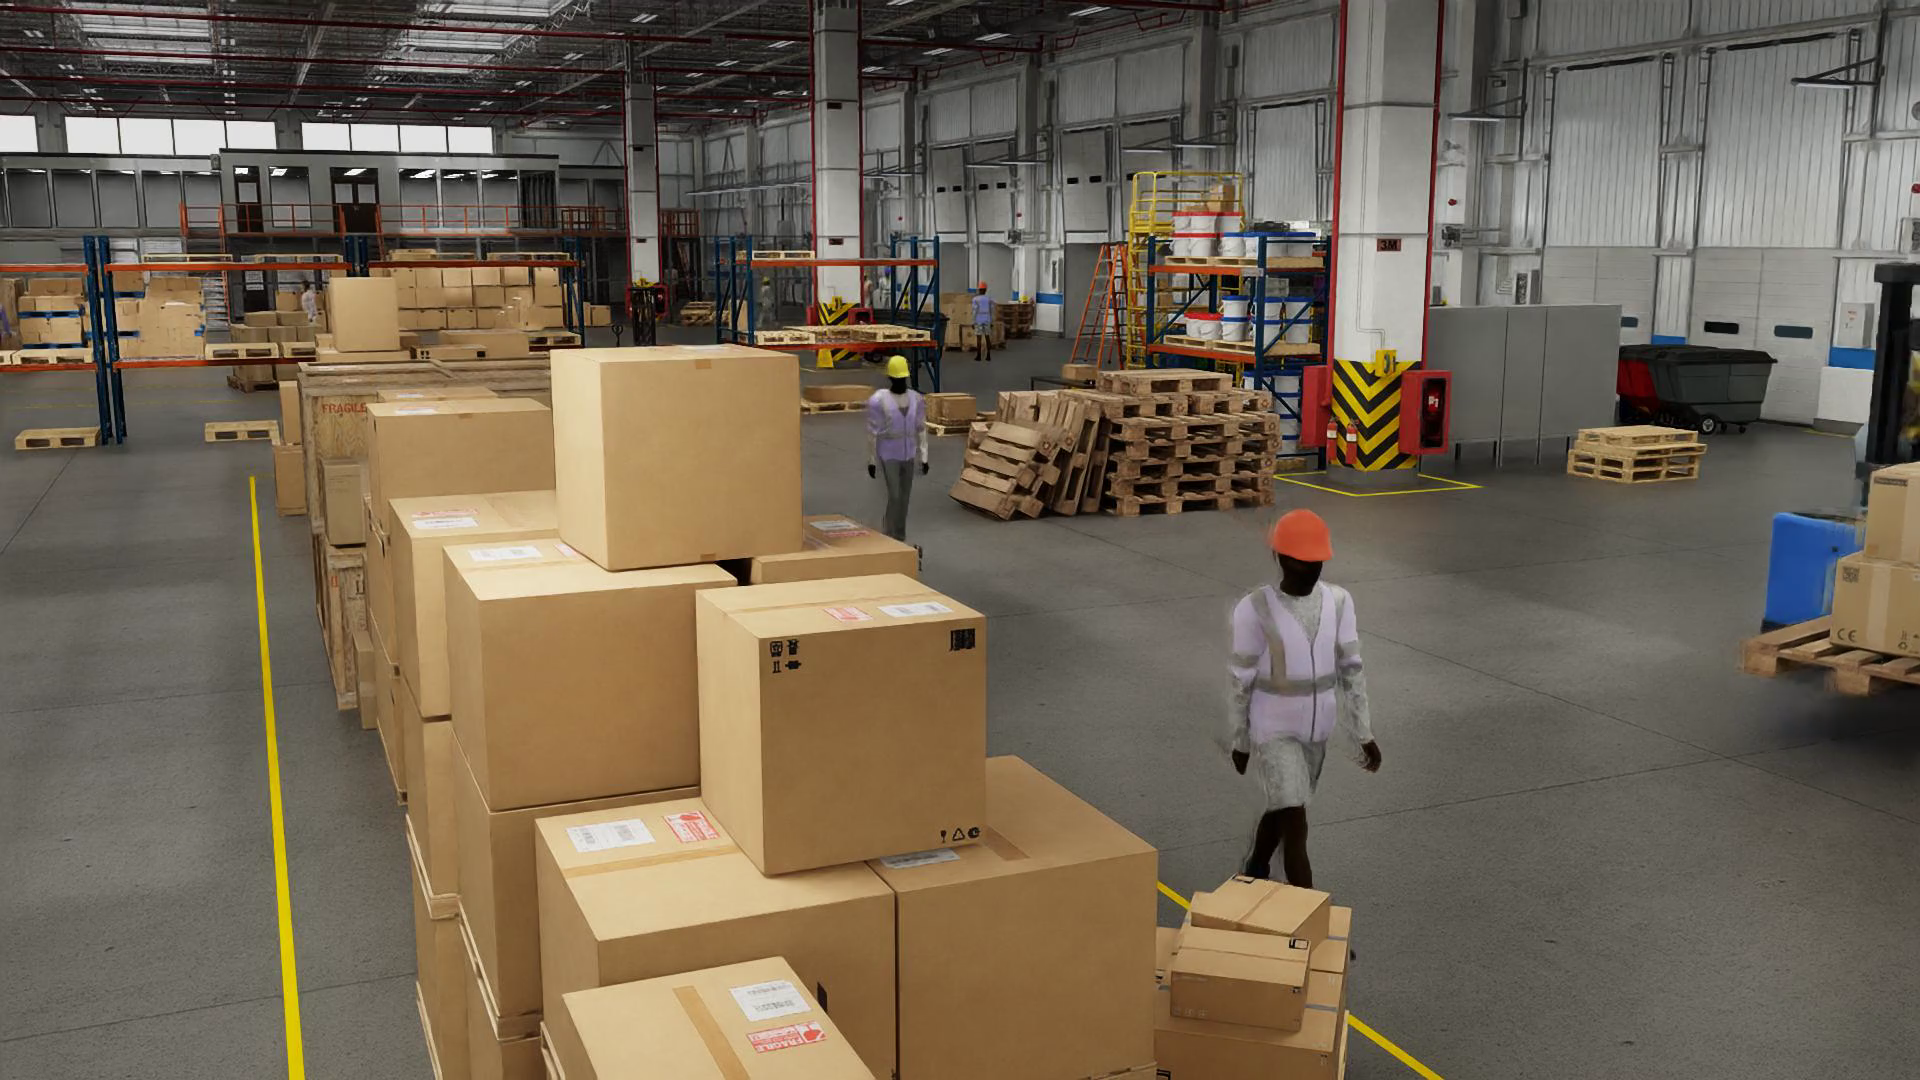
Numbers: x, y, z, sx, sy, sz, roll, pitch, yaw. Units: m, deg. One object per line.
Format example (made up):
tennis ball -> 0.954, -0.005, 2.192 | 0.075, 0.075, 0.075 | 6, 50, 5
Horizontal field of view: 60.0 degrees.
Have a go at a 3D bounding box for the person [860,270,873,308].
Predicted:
person -> -3.276, -8.308, 57.123 | 0.609, 1.915, 0.416 | -1, 10, -5

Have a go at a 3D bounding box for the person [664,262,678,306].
person -> -12.883, -11.441, 74.217 | 0.612, 1.986, 0.407 | -1, 10, -3

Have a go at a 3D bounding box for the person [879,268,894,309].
person -> -2.591, -8.706, 59.270 | 0.611, 1.938, 0.416 | -2, 11, -13

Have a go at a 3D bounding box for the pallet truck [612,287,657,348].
pallet truck -> -6.464, -4.406, 35.401 | 0.823, 1.965, 1.885 | 6, 12, 32

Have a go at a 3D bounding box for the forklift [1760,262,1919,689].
forklift -> 6.712, -0.511, 11.503 | 1.873, 2.768, 1.129 | -4, 11, -23

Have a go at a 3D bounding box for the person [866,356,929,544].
person -> -0.569, -0.787, 15.734 | 0.593, 1.900, 0.466 | -8, 13, -36

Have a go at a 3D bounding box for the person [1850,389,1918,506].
person -> 6.811, -0.177, 12.305 | 0.381, 1.928, 0.635 | 0, 10, 0

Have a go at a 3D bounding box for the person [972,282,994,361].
person -> 0.552, -5.371, 40.885 | 0.552, 1.935, 0.360 | -3, 11, -16

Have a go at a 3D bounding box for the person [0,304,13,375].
person -> -21.208, -4.561, 36.593 | 0.603, 1.880, 0.927 | -1, 10, -4

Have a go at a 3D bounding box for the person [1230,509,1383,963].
person -> 1.445, 0.800, 7.020 | 0.569, 1.884, 0.989 | -4, 11, -22

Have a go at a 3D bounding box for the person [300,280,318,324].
person -> -16.999, -5.831, 43.464 | 0.373, 1.933, 0.625 | -8, 13, -37

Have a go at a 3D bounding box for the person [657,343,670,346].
person -> -3.016, -1.090, 17.324 | 0.644, 1.927, 0.635 | -7, 12, -33

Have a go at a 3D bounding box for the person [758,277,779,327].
person -> -6.529, -8.068, 56.406 | 0.896, 1.689, 0.502 | -8, 13, -37
